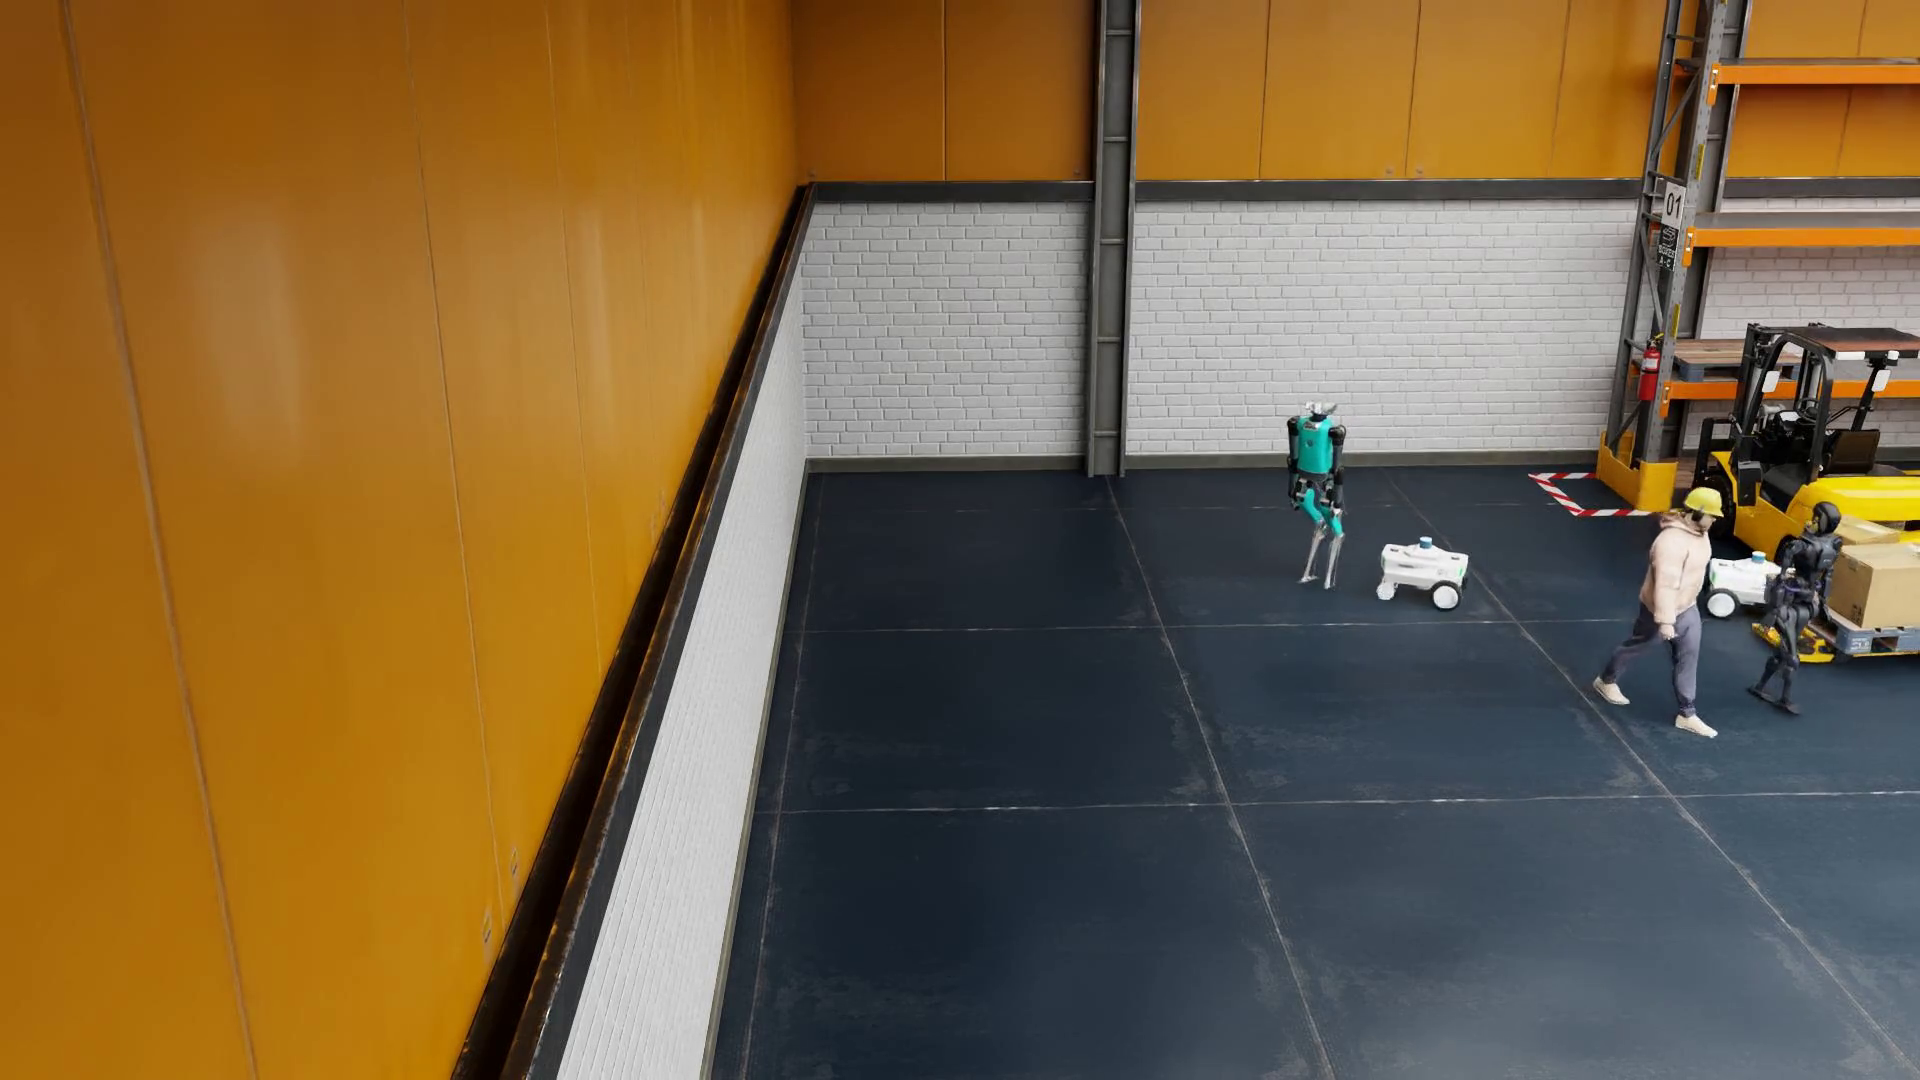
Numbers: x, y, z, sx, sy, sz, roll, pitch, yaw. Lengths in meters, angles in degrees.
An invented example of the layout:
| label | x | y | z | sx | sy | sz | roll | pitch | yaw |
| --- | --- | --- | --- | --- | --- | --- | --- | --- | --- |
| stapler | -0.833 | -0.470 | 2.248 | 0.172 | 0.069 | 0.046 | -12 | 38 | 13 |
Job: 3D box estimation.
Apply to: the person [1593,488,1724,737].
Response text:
| label | x | y | z | sx | sy | sz | roll | pitch | yaw |
| --- | --- | --- | --- | --- | --- | --- | --- | --- | --- |
| person | 5.153 | 0.455 | 12.097 | 0.784 | 1.807 | 0.967 | -14 | 24 | -33 |

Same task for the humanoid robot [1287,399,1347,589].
| label | x | y | z | sx | sy | sz | roll | pitch | yaw |
| --- | --- | --- | --- | --- | --- | --- | --- | --- | --- |
| humanoid robot | 3.188 | -0.406 | 14.549 | 0.530 | 1.799 | 0.708 | 17 | 26 | 38 |

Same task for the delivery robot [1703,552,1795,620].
| label | x | y | z | sx | sy | sz | roll | pitch | yaw |
| --- | --- | --- | --- | --- | --- | --- | --- | --- | --- |
| delivery robot | 6.684 | 0.394 | 14.093 | 0.783 | 0.611 | 0.508 | 8 | 22 | 22 |

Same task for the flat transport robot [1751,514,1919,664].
| label | x | y | z | sx | sy | sz | roll | pitch | yaw |
| --- | --- | --- | --- | --- | --- | --- | --- | --- | --- |
| flat transport robot | 7.286 | 0.759 | 13.494 | 1.431 | 0.231 | 0.659 | -2 | 20 | -6 |

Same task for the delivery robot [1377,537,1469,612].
| label | x | y | z | sx | sy | sz | roll | pitch | yaw |
| --- | --- | --- | --- | --- | --- | --- | --- | --- | --- |
| delivery robot | 4.023 | 0.267 | 14.396 | 0.768 | 0.581 | 0.499 | 8 | 22 | 21 |

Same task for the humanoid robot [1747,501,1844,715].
| label | x | y | z | sx | sy | sz | roll | pitch | yaw |
| --- | --- | --- | --- | --- | --- | --- | --- | --- | --- |
| humanoid robot | 6.169 | 0.475 | 12.258 | 0.613 | 1.636 | 0.514 | -8 | 22 | -21 |

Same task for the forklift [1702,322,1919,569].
| label | x | y | z | sx | sy | sz | roll | pitch | yaw |
| --- | --- | --- | --- | --- | --- | --- | --- | --- | --- |
| forklift | 7.809 | -0.792 | 14.926 | 1.214 | 2.155 | 2.313 | -1 | 20 | -2 |
